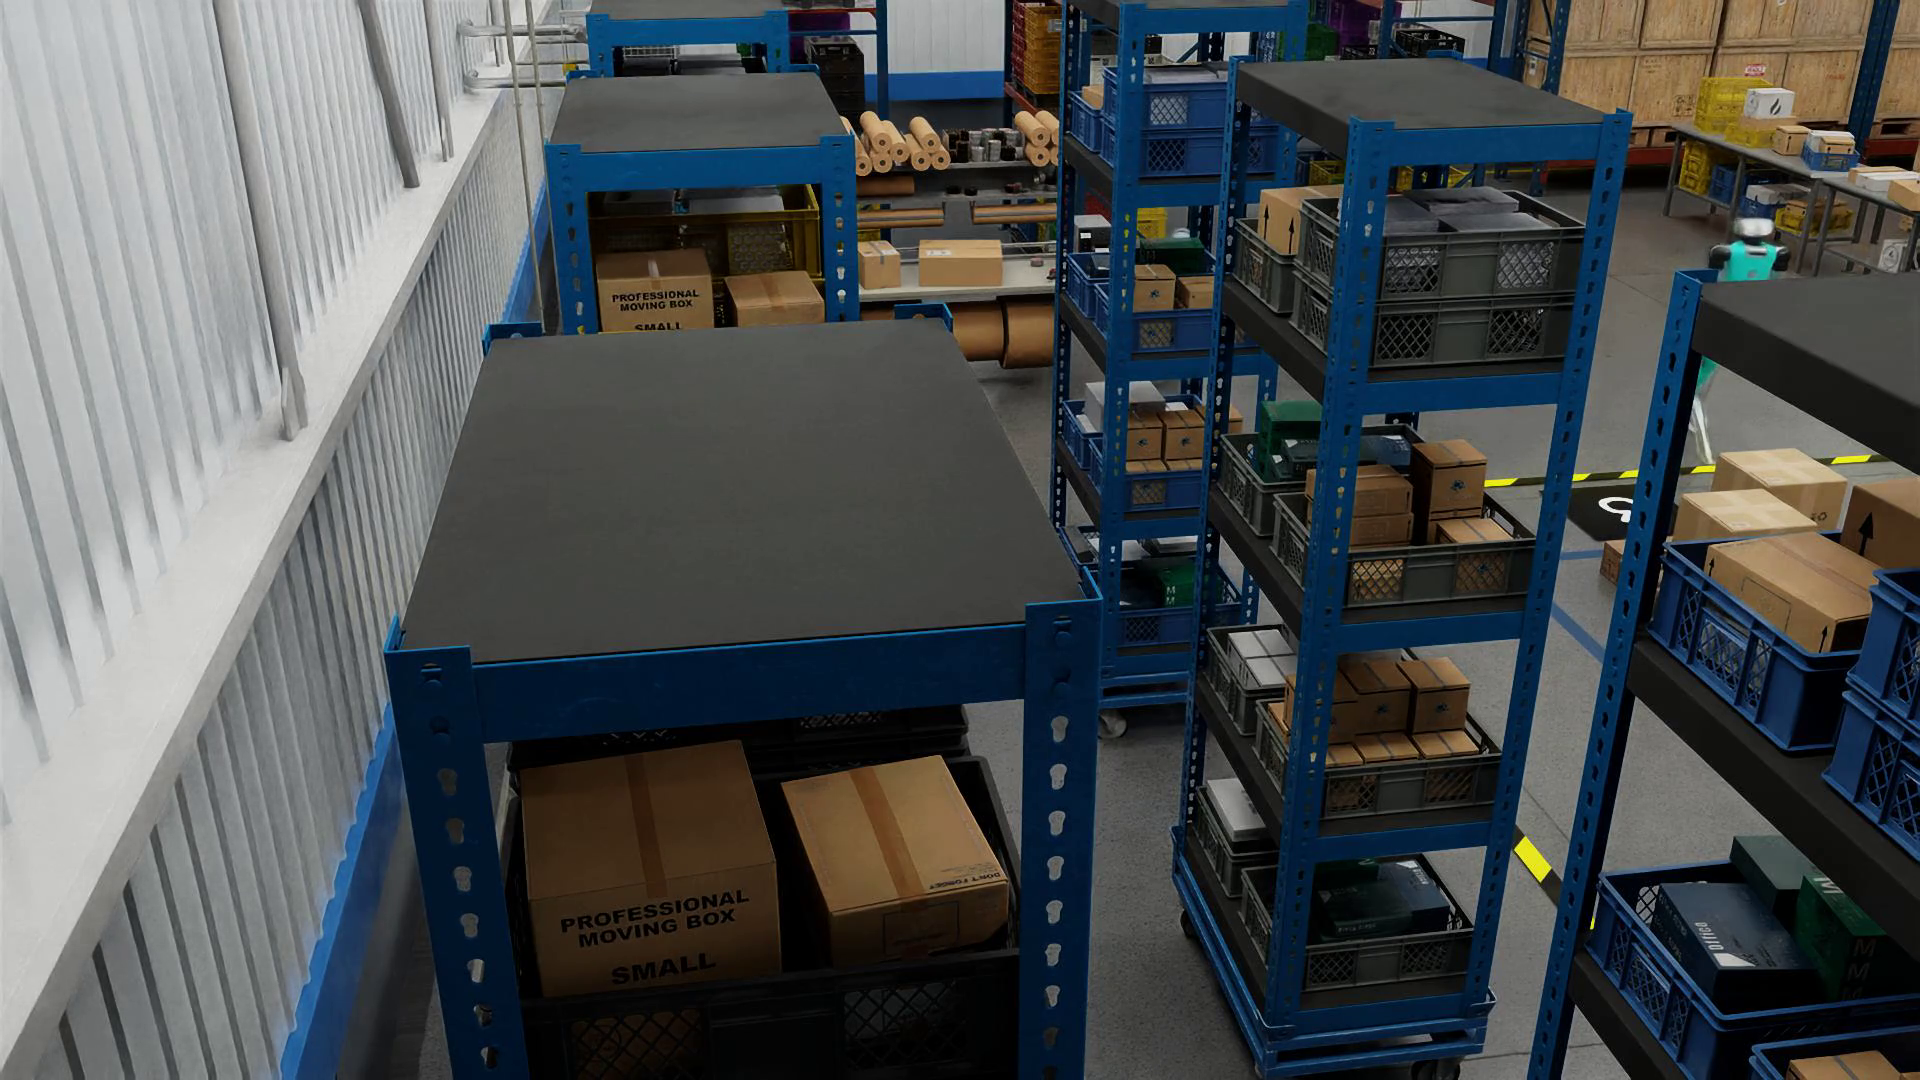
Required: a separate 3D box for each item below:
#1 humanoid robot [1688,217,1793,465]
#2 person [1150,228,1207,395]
[{"bbox_3d":[5.357,-1.491,11.798,0.532,1.768,0.961,1,25,3],"label":"humanoid robot"},{"bbox_3d":[1.398,-1.117,10.833,0.596,1.849,0.385,-4,25,-8],"label":"person"}]
